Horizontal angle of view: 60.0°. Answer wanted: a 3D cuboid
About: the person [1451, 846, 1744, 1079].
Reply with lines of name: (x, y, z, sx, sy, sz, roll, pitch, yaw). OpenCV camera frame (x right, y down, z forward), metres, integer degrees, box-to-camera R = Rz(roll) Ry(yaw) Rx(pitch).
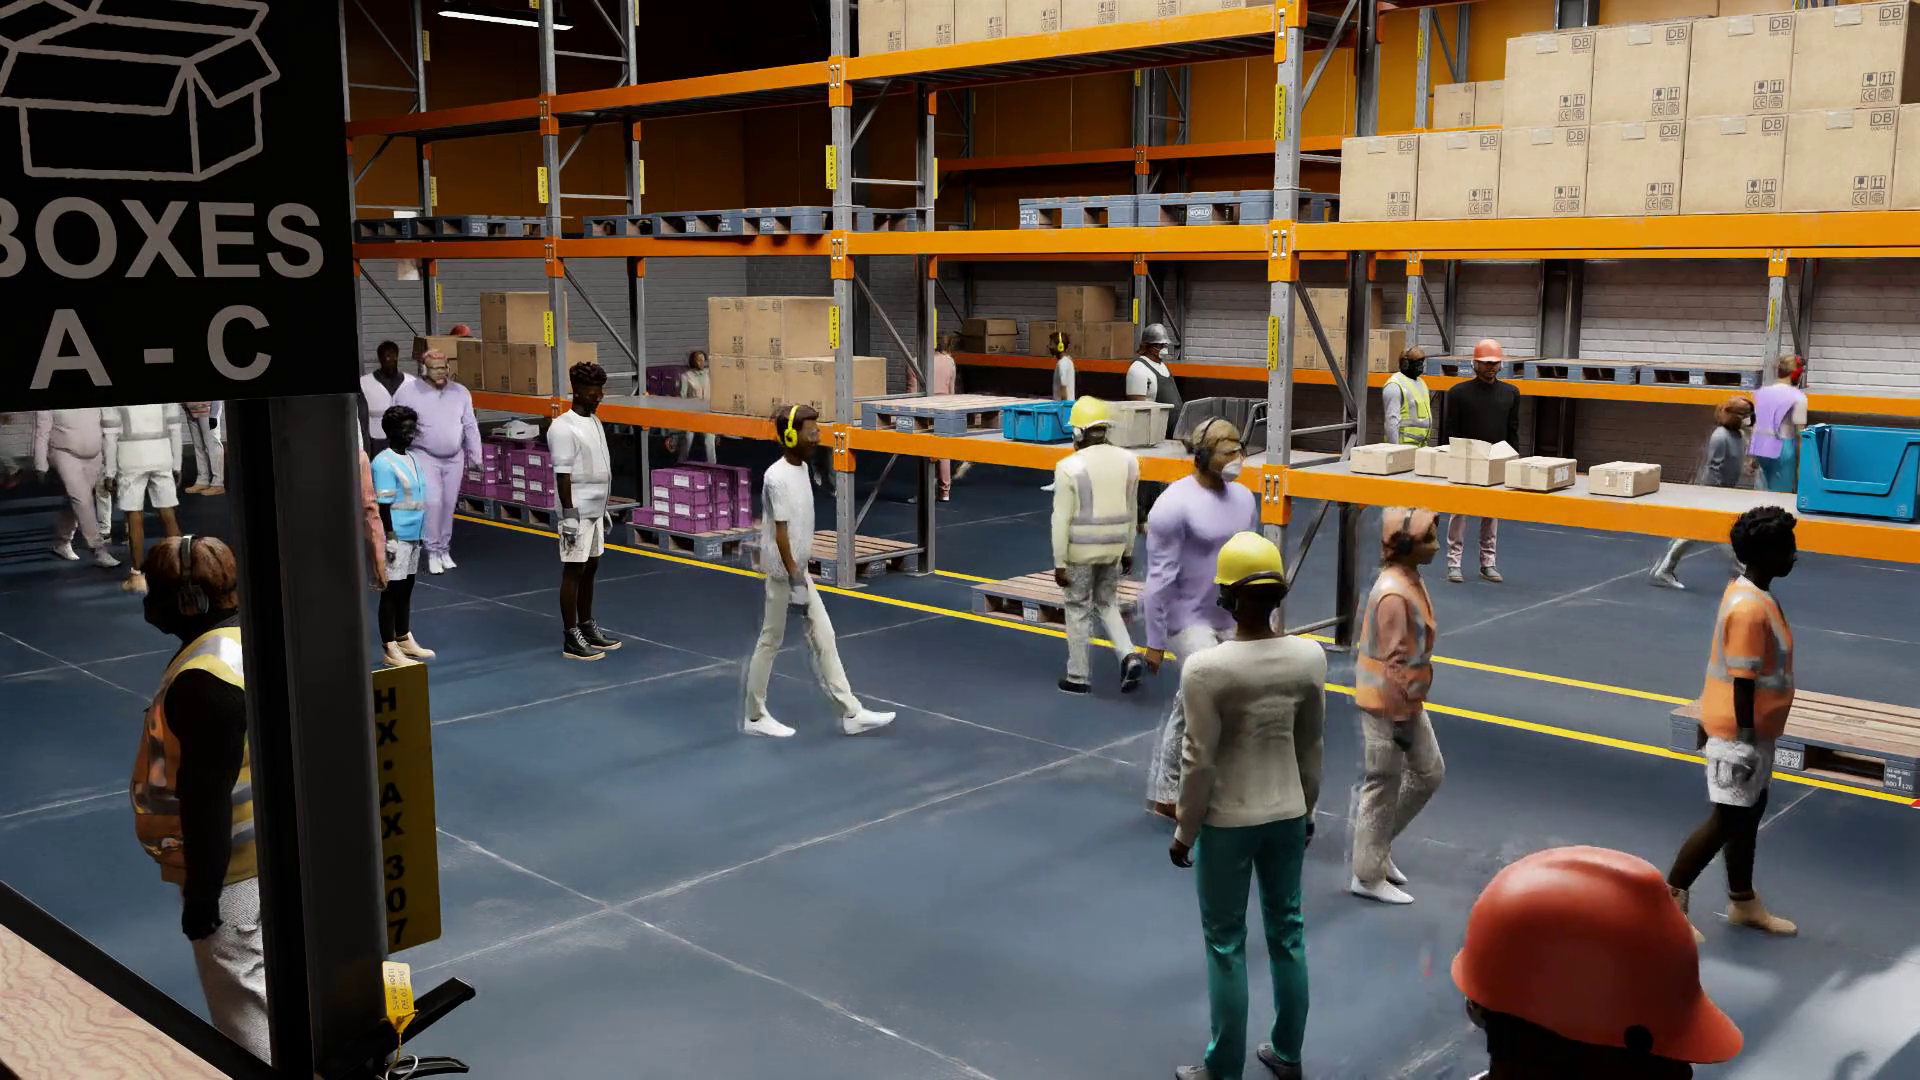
person: (0.596, 1.278, 2.062, 0.580, 1.923, 0.558, 8, 12, 39)

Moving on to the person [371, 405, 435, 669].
person: (-3.600, -0.023, 10.706, 0.322, 1.696, 0.530, 1, 9, 4)

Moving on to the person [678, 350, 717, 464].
person: (-3.159, -1.479, 19.942, 0.524, 1.598, 0.877, -7, 11, -36)

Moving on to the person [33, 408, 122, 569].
person: (-7.638, -0.695, 14.397, 1.010, 1.850, 0.655, 4, 10, 23)

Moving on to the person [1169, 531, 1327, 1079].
person: (0.879, 0.852, 5.136, 0.535, 1.766, 0.317, -5, 10, -26)

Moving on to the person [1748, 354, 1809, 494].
person: (7.105, -0.700, 14.468, 0.449, 1.823, 0.561, -2, 9, -10)

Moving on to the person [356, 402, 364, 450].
person: (-5.228, -0.580, 13.660, 0.575, 1.859, 0.804, -7, 12, -37)

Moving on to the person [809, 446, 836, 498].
person: (-1.520, -1.424, 18.711, 0.642, 1.886, 0.778, -7, 12, -37)

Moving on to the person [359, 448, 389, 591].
person: (-3.367, 0.124, 8.982, 0.942, 1.957, 0.652, 8, 12, 40)

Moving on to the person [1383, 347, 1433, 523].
person: (4.186, -0.885, 15.549, 0.429, 1.840, 0.636, 8, 12, 40)

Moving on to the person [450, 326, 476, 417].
person: (-6.091, -1.628, 20.019, 0.610, 1.867, 0.978, -7, 11, -35)

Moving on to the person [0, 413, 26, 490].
person: (-11.152, -1.495, 19.039, 0.632, 1.920, 0.447, 7, 12, 37)

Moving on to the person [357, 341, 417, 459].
person: (-5.405, -0.940, 15.731, 0.590, 1.896, 0.607, -6, 11, -34)

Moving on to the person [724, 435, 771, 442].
person: (-3.173, -2.392, 24.740, 0.911, 1.856, 0.657, 3, 10, 20)

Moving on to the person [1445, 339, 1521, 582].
person: (4.268, -0.644, 13.598, 0.612, 1.995, 0.393, 0, 9, 0)

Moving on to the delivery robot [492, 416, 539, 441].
delivery robot: (-6.044, -1.445, 22.628, 0.477, 0.478, 0.707, 3, 10, 20)

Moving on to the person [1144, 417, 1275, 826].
person: (1.178, 0.416, 7.346, 0.875, 1.904, 0.653, 9, 13, 44)

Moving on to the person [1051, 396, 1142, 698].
person: (0.798, 0.060, 9.808, 0.609, 1.820, 0.541, -5, 11, -30)

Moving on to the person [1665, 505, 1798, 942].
person: (2.957, 0.706, 6.325, 0.434, 1.710, 0.567, 5, 10, 28)

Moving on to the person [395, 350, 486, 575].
person: (-4.357, -0.655, 14.025, 0.675, 1.878, 0.731, -8, 12, -40)

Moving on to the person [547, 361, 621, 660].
person: (-2.474, -0.200, 10.985, 0.380, 1.959, 0.603, 2, 9, 10)

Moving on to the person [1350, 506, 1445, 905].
person: (1.763, 0.669, 6.677, 0.381, 1.625, 0.538, 4, 10, 22)

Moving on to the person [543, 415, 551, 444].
person: (-5.604, -2.121, 22.961, 0.613, 1.895, 0.875, 4, 10, 23)

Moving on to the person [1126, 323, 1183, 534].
person: (1.908, -1.082, 16.146, 0.539, 2.000, 0.689, 5, 10, 27)

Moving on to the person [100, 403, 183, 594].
person: (-6.473, -0.598, 13.176, 0.388, 2.041, 0.611, 9, 13, 43)

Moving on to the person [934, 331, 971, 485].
person: (-0.153, -1.540, 19.595, 0.502, 1.829, 0.514, 3, 10, 17)

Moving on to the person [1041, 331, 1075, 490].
person: (1.235, -1.474, 19.143, 0.525, 1.855, 0.507, 1, 9, 8)

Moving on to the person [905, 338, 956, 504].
person: (-0.357, -1.338, 18.136, 0.642, 1.905, 0.399, -7, 11, -36)

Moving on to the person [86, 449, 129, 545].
person: (-7.880, -0.854, 15.389, 0.600, 1.829, 0.404, 0, 9, 2)

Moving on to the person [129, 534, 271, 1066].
person: (-2.093, 0.890, 4.710, 0.431, 1.836, 0.618, -3, 10, -17)

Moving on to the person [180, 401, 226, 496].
person: (-8.602, -1.427, 18.872, 0.625, 1.844, 0.429, 7, 12, 36)

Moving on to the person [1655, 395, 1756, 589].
person: (5.960, -0.355, 13.100, 0.542, 1.584, 0.873, -7, 12, -37)

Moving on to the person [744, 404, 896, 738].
person: (-0.790, 0.193, 8.958, 0.915, 1.828, 0.558, 3, 10, 15)
